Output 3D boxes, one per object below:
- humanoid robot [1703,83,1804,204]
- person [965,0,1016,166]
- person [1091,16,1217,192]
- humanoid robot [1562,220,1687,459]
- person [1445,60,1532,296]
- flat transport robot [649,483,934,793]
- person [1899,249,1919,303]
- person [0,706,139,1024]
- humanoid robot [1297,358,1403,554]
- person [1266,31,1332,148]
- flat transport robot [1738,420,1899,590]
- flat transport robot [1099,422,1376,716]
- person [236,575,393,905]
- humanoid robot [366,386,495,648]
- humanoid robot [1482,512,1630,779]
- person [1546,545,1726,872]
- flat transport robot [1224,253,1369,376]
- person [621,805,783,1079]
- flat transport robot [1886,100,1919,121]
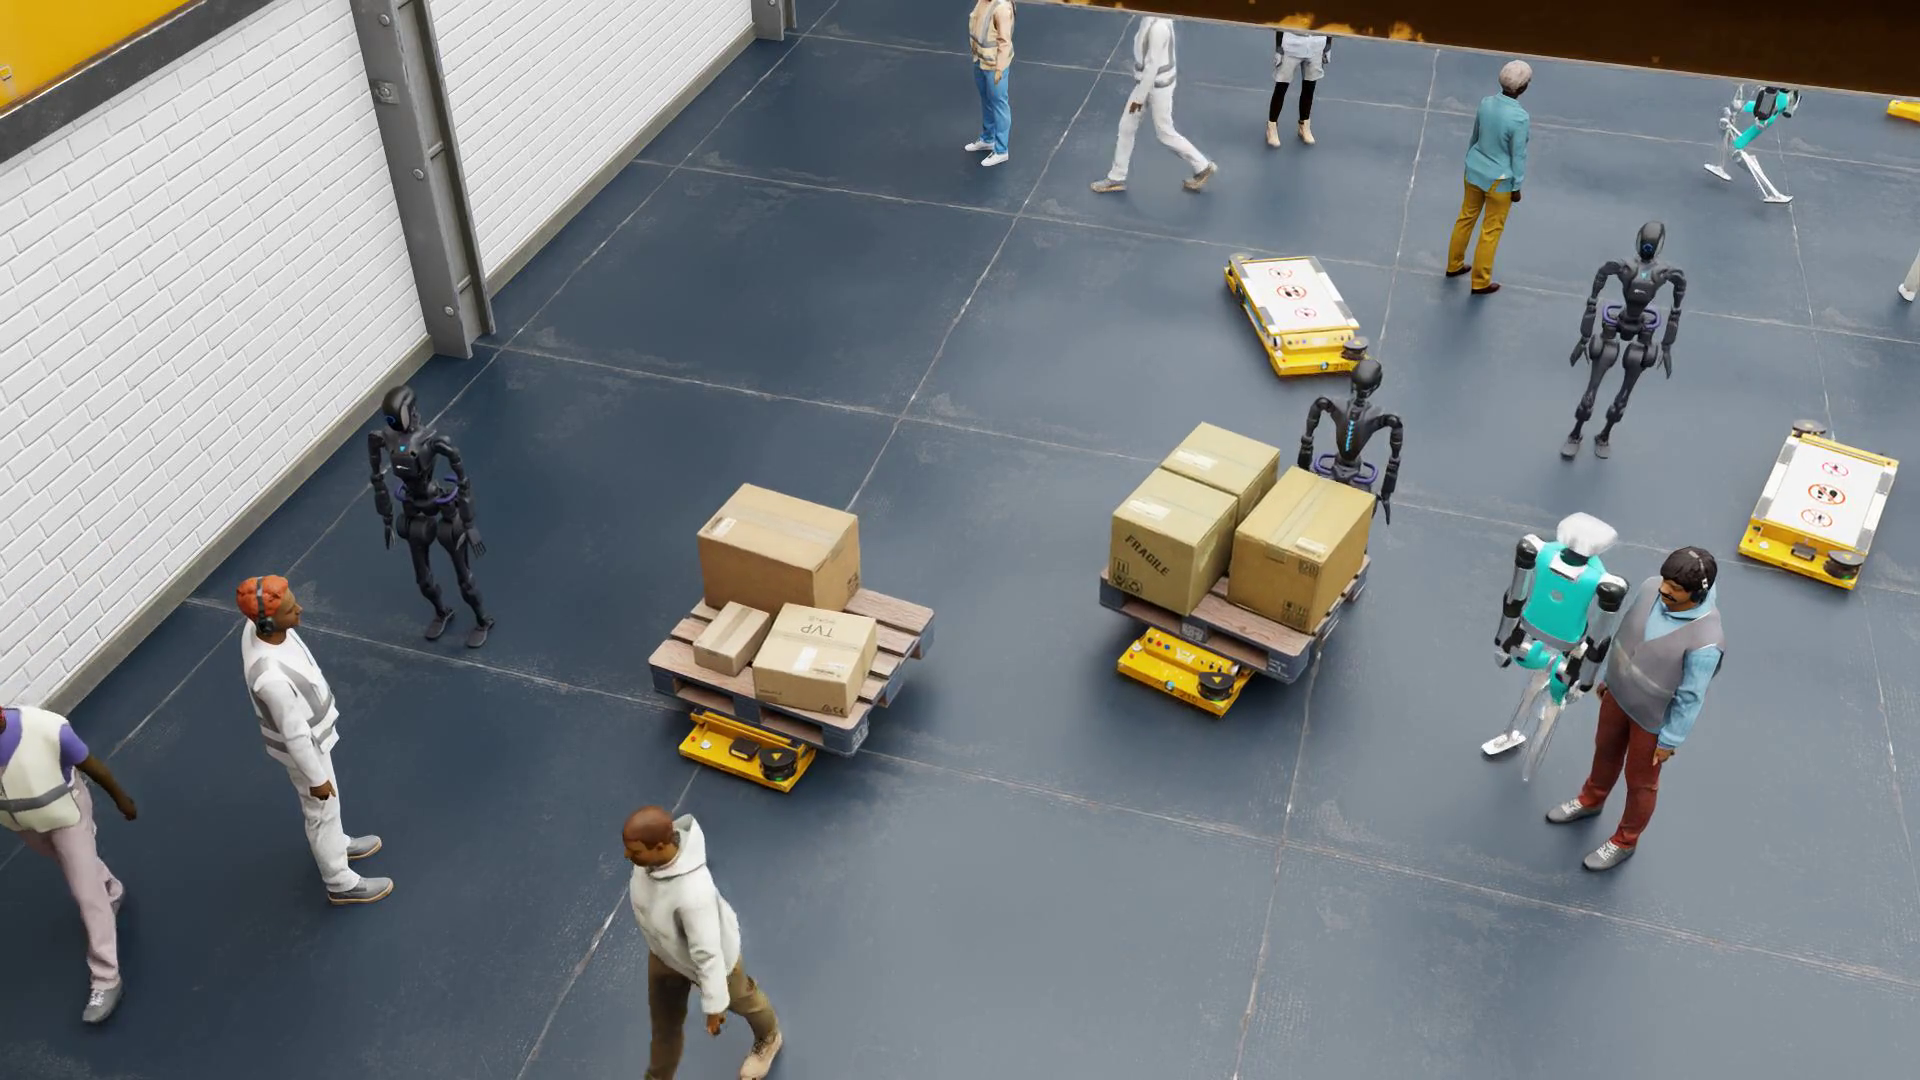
[{"bbox_3d":[6.378,-3.541,13.250,0.556,1.730,1.041,-25,45,-28],"label":"humanoid robot"},{"bbox_3d":[0.282,-3.979,13.787,0.365,1.732,0.487,-15,41,-18],"label":"person"},{"bbox_3d":[1.608,-3.626,13.266,0.960,1.839,0.552,-5,39,-7],"label":"person"},{"bbox_3d":[4.179,-1.236,10.418,0.608,1.653,0.329,11,40,14],"label":"humanoid robot"},{"bbox_3d":[3.877,-2.632,12.103,0.342,1.750,0.528,-19,43,-22],"label":"person"},{"bbox_3d":[-0.878,0.752,9.069,0.659,0.231,1.431,16,42,19],"label":"flat transport robot"},{"bbox_3d":[7.210,-2.441,11.947,0.520,1.636,0.310,15,41,18],"label":"person"},{"bbox_3d":[-3.985,1.275,7.197,0.624,1.794,0.920,-2,39,-3],"label":"person"},{"bbox_3d":[2.134,-0.315,9.271,0.589,1.657,0.373,15,41,18],"label":"humanoid robot"},{"bbox_3d":[2.881,-4.132,14.010,0.532,1.691,0.322,-5,39,-7],"label":"person"},{"bbox_3d":[5.344,-0.241,10.304,0.659,0.231,1.431,22,44,25],"label":"flat transport robot"},{"bbox_3d":[1.535,0.408,9.496,0.659,0.231,1.431,23,44,26],"label":"flat transport robot"},{"bbox_3d":[-2.979,0.910,7.584,0.337,1.882,0.583,-15,41,-18],"label":"person"},{"bbox_3d":[-2.868,-0.120,9.027,0.588,1.651,0.325,4,39,6],"label":"humanoid robot"},{"bbox_3d":[2.974,0.529,8.221,0.543,1.832,0.749,30,48,32],"label":"humanoid robot"},{"bbox_3d":[3.218,0.769,7.772,0.412,1.872,0.538,-11,40,-13],"label":"person"},{"bbox_3d":[2.429,-1.667,12.078,0.659,0.231,1.431,-5,39,-7],"label":"flat transport robot"},{"bbox_3d":[-1.123,1.730,6.685,0.908,1.708,0.640,-30,48,-32],"label":"person"},{"bbox_3d":[8.962,-4.120,15.130,0.659,0.231,1.431,24,45,27],"label":"flat transport robot"}]
